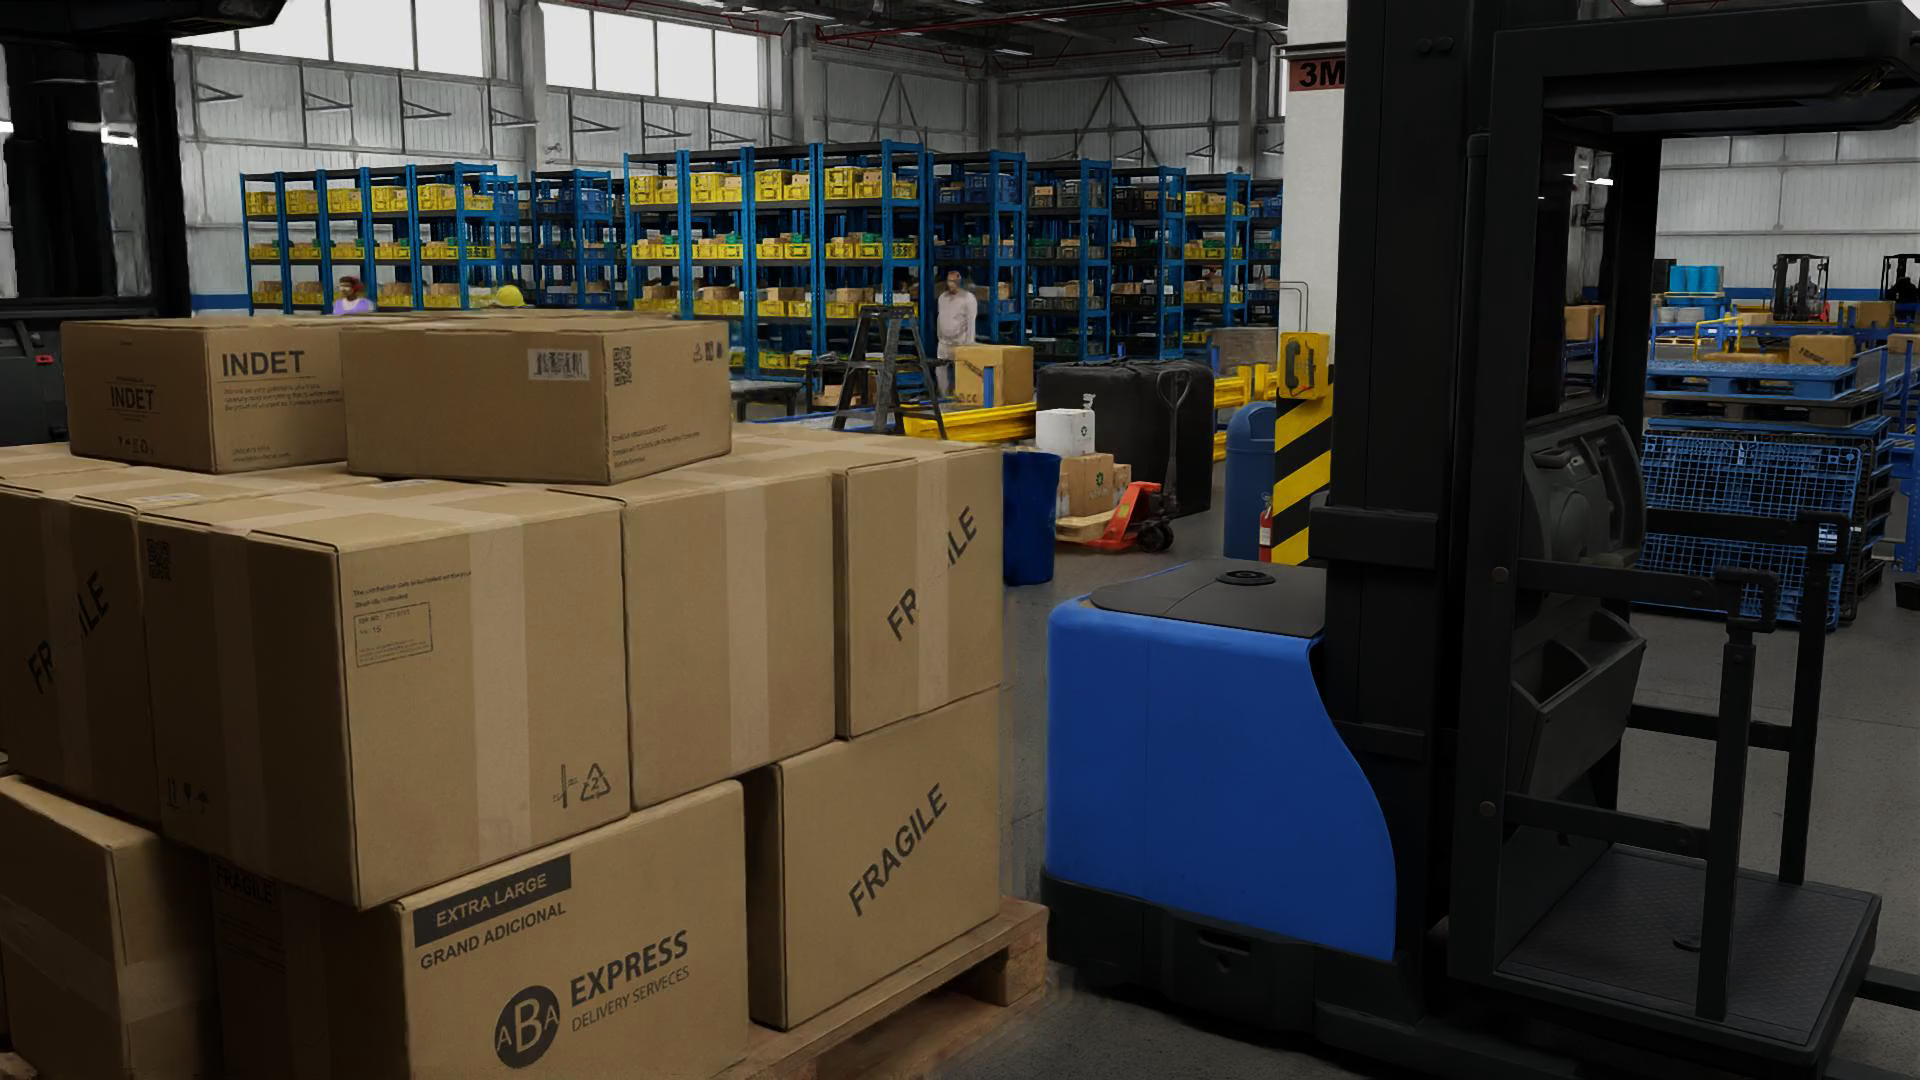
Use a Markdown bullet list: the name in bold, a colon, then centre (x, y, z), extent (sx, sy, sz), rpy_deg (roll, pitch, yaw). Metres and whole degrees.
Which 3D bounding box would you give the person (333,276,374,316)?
- **person**: centre (-7.739, -2.451, 21.261), extent (0.559, 1.830, 0.453), rpy_deg (3, 10, 20)

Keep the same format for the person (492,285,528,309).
- **person**: centre (-3.830, -1.257, 14.188), extent (0.614, 1.813, 0.432), rpy_deg (7, 12, 37)

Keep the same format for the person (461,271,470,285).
- **person**: centre (-10.503, -4.815, 35.441), extent (0.608, 1.781, 0.928), rpy_deg (5, 11, 26)

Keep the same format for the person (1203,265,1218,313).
- **person**: centre (7.348, -7.108, 48.554), extent (0.608, 1.986, 0.400), rpy_deg (9, 13, 42)

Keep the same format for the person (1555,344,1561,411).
- **person**: centre (3.563, -0.736, 10.770), extent (0.628, 1.910, 0.848), rpy_deg (5, 11, 27)

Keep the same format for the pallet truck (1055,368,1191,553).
- **pallet truck**: centre (0.845, -0.609, 11.869), extent (1.630, 1.274, 0.653), rpy_deg (7, 12, 35)

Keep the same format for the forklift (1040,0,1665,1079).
- **forklift**: centre (1.249, -0.137, 4.360), extent (1.873, 2.768, 1.129), rpy_deg (7, 12, 35)

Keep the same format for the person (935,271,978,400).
- **person**: centre (-0.125, -2.656, 22.310), extent (0.671, 1.880, 0.792), rpy_deg (6, 11, 33)

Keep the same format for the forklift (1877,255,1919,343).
- **forklift**: centre (22.089, -5.634, 38.796), extent (1.157, 1.987, 2.680), rpy_deg (6, 11, 33)

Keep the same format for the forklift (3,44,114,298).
- **forklift**: centre (-2.814, -0.178, 4.604), extent (1.873, 2.768, 1.129), rpy_deg (7, 12, 35)

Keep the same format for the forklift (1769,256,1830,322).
- **forklift**: centre (20.253, -5.854, 40.139), extent (1.157, 1.987, 2.680), rpy_deg (7, 12, 35)
